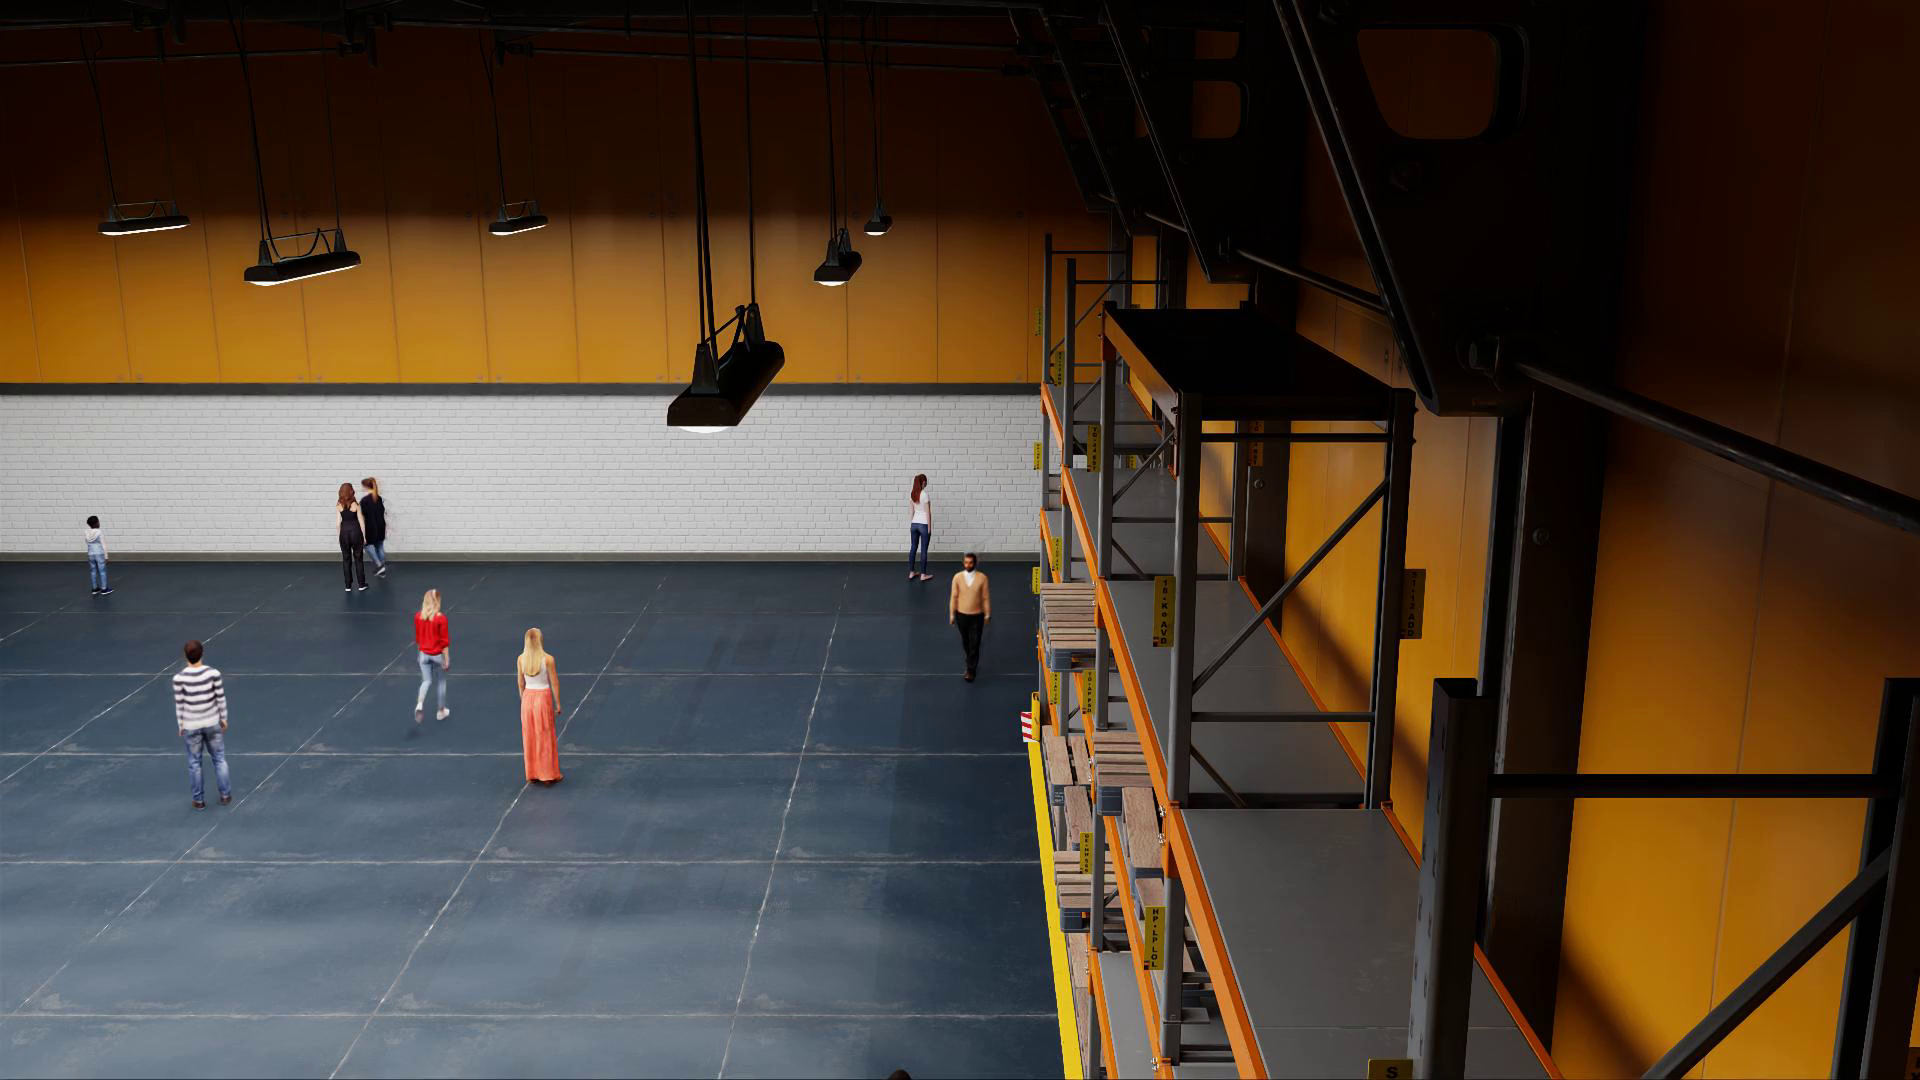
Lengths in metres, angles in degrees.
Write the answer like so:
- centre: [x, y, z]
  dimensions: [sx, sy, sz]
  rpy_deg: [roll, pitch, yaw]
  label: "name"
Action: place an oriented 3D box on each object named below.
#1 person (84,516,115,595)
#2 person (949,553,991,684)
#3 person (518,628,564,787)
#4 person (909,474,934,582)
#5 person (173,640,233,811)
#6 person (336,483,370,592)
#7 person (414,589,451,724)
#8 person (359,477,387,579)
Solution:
- centre: [-13.692, 0.229, 26.363]
  dimensions: [0.497, 1.258, 0.520]
  rpy_deg: [2, 14, 9]
  label: "person"
- centre: [0.154, 1.015, 22.170]
  dimensions: [0.883, 1.704, 1.230]
  rpy_deg: [3, 14, 14]
  label: "person"
- centre: [-4.701, 1.849, 18.517]
  dimensions: [0.683, 1.803, 0.651]
  rpy_deg: [3, 14, 13]
  label: "person"
- centre: [-0.660, -0.216, 27.192]
  dimensions: [0.638, 1.734, 0.680]
  rpy_deg: [10, 17, 36]
  label: "person"
- centre: [-8.156, 1.975, 17.890]
  dimensions: [0.721, 1.853, 0.713]
  rpy_deg: [-8, 16, -29]
  label: "person"
- centre: [-9.716, -0.060, 26.516]
  dimensions: [0.624, 1.748, 0.570]
  rpy_deg: [-2, 14, -9]
  label: "person"
- centre: [-6.503, 1.458, 20.376]
  dimensions: [0.731, 1.689, 0.962]
  rpy_deg: [3, 14, 11]
  label: "person"
- centre: [-9.538, -0.184, 27.164]
  dimensions: [0.871, 1.685, 0.803]
  rpy_deg: [10, 17, 35]
  label: "person"
